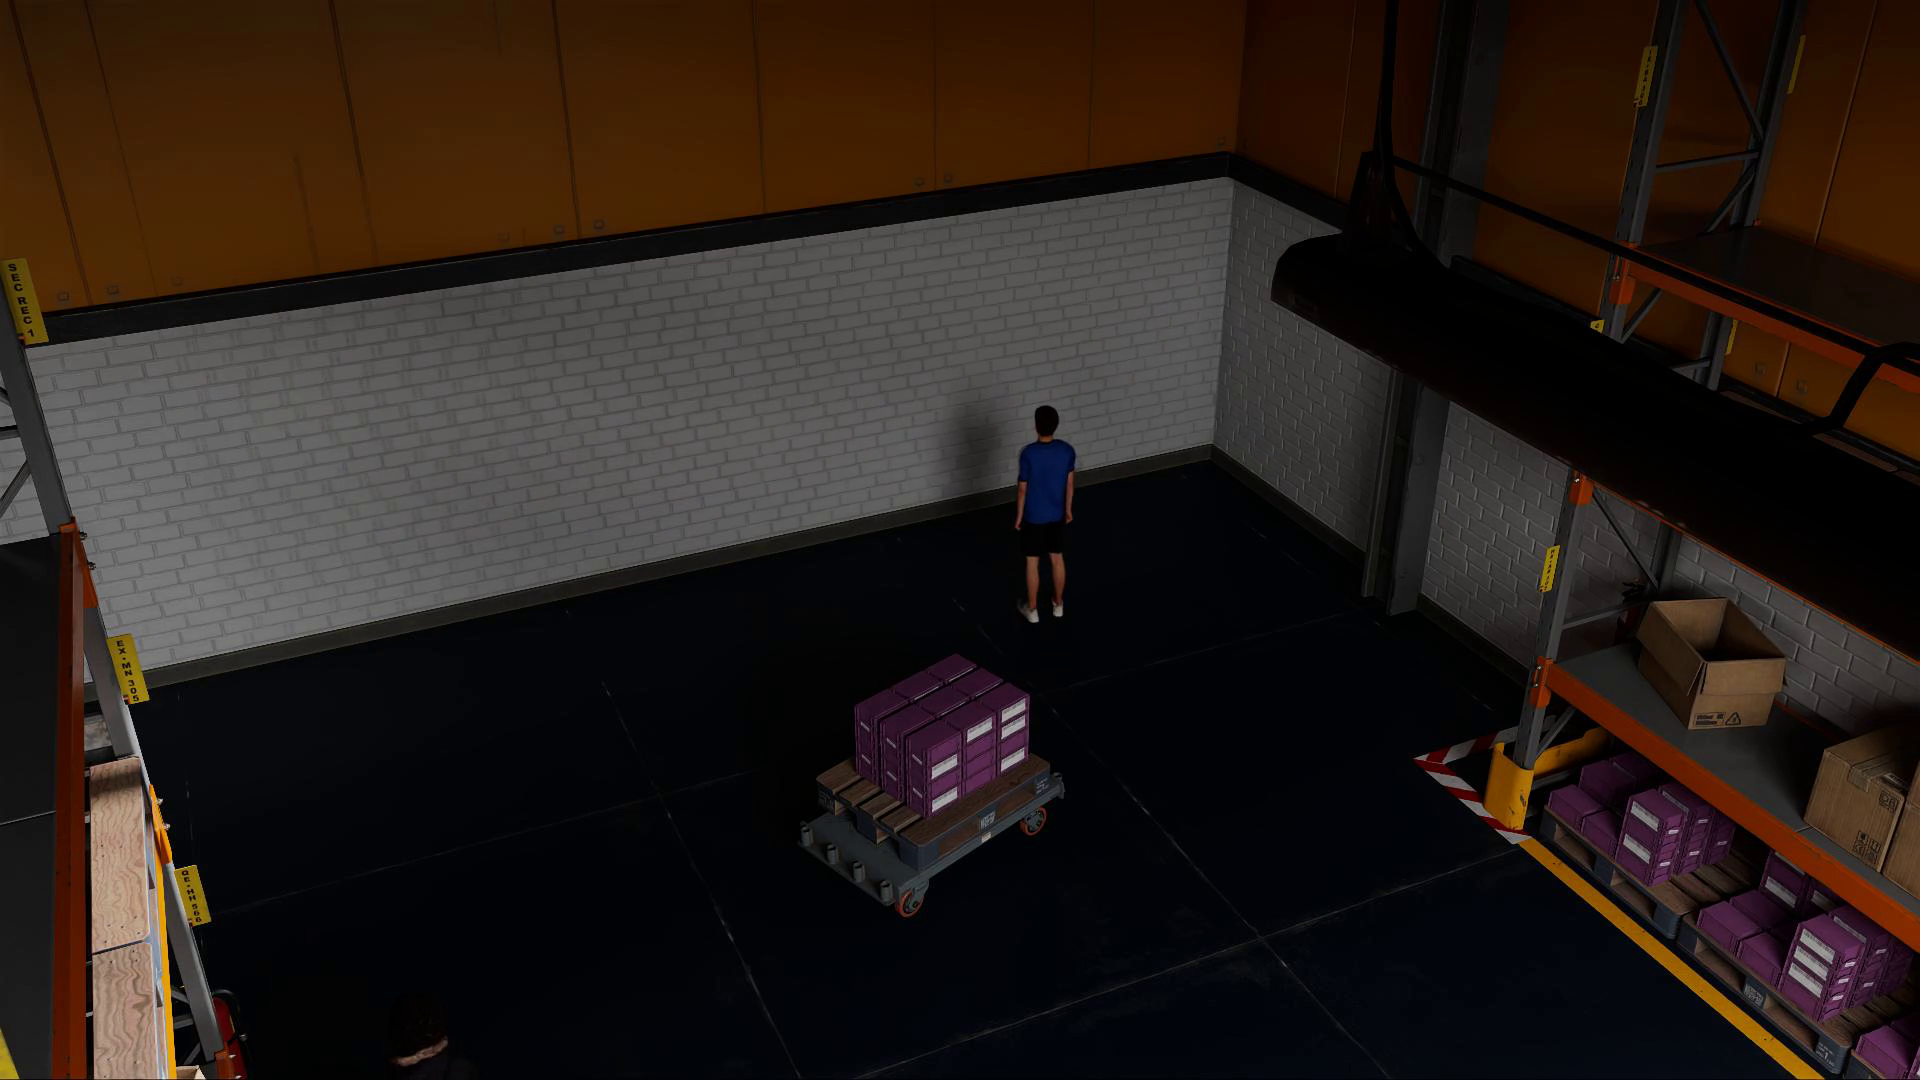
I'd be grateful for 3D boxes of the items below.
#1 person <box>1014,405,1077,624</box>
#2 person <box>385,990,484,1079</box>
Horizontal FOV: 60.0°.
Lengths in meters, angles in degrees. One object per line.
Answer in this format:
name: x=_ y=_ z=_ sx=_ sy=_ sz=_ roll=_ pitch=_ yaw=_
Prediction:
person: x=0.673 y=-0.222 z=13.392 sx=0.678 sy=1.866 sz=0.594 roll=-10 pitch=30 yaw=-17
person: x=-2.377 y=2.926 z=7.763 sx=0.638 sy=1.730 sz=1.054 roll=-12 pitch=31 yaw=-21
